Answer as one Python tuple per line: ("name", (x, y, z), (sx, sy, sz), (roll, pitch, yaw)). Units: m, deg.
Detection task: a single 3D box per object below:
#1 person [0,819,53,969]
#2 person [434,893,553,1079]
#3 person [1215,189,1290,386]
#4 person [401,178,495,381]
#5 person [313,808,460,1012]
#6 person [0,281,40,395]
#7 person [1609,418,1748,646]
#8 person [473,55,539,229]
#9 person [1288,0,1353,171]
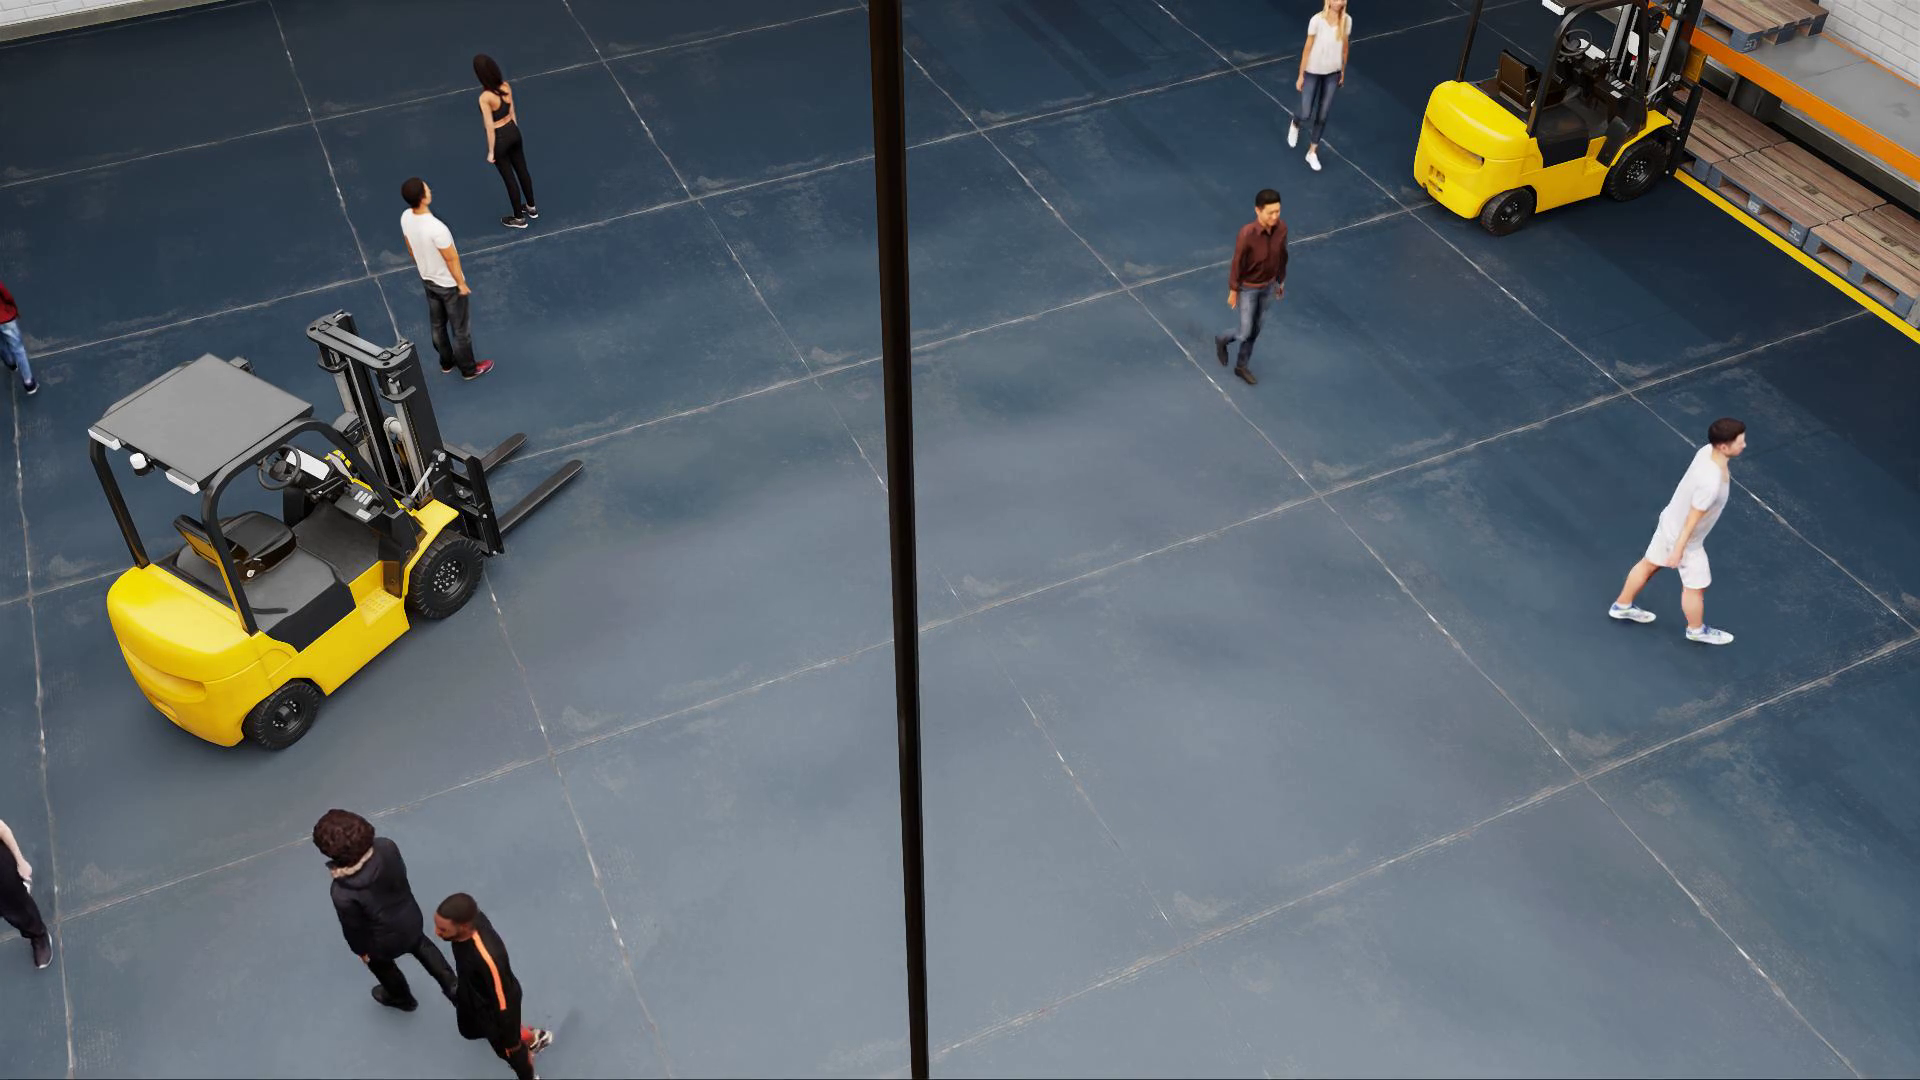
("person", (-5.432, 1.706, 9.254), (0.624, 1.736, 0.750), (-12, 45, -13))
("person", (-2.368, 2.319, 8.563), (0.816, 1.802, 0.700), (-33, 53, -30))
("person", (2.285, -2.046, 13.169), (0.664, 1.768, 0.725), (-21, 47, -20))
("person", (-4.123, -2.069, 13.174), (0.667, 1.805, 0.775), (23, 48, 22))
("person", (-2.994, 2.055, 8.869), (1.063, 1.760, 0.941), (21, 47, 20))
("person", (-7.634, -1.709, 13.204), (0.499, 1.232, 0.860), (-19, 47, -19))
("person", (4.730, -0.089, 11.072), (1.152, 1.827, 1.102), (13, 45, 13))
("person", (-4.058, -3.558, 14.851), (0.675, 1.638, 0.642), (21, 47, 21))
("person", (3.351, -4.388, 15.604), (0.734, 1.801, 0.868), (-6, 44, -6))
